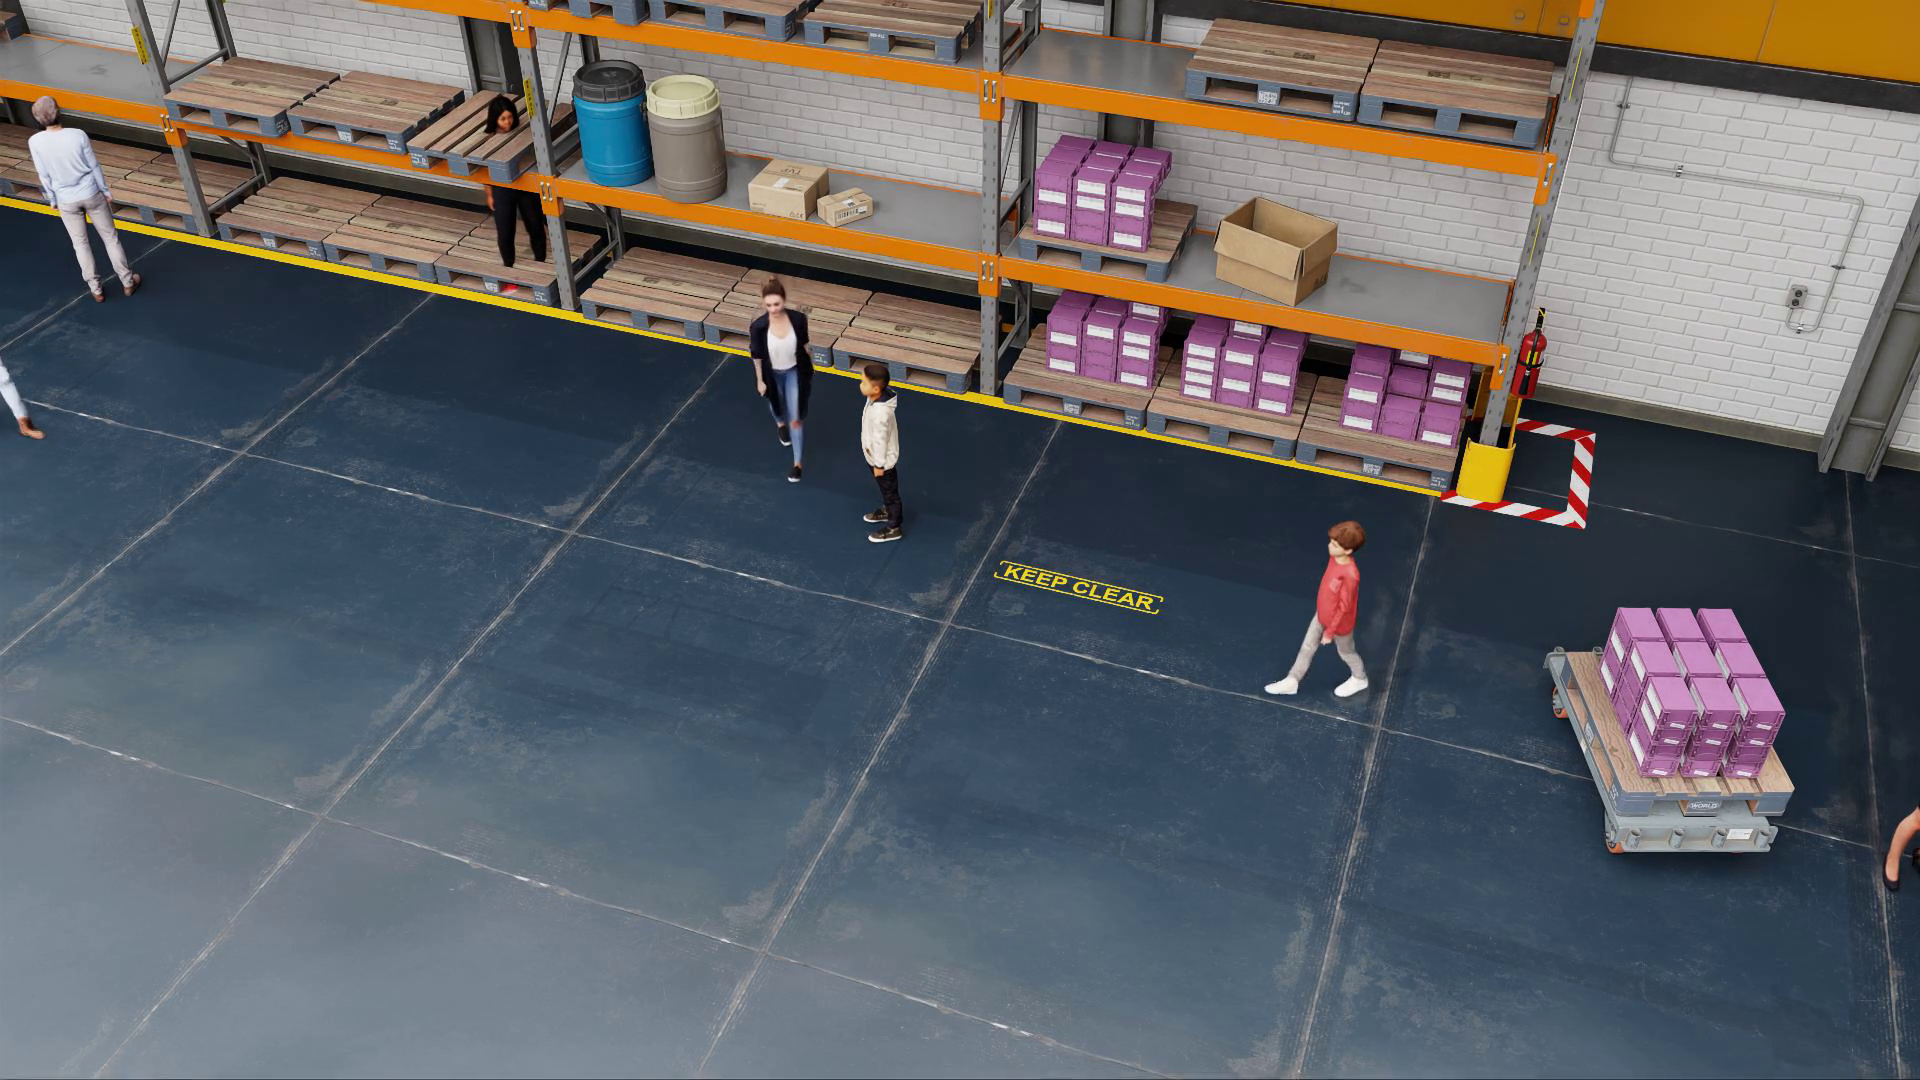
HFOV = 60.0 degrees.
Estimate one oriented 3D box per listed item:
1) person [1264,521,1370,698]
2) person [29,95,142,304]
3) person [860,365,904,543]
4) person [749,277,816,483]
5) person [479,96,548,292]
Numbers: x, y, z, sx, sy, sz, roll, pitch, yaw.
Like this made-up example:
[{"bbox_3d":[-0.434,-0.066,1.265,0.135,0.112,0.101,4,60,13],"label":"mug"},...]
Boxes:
[{"bbox_3d":[2.478,0.485,10.664,0.996,1.386,0.857,-9,40,-11],"label":"person"},{"bbox_3d":[-7.734,-3.001,14.623,0.741,1.893,0.812,-14,41,-17],"label":"person"},{"bbox_3d":[-0.554,-0.650,12.033,0.656,1.452,0.647,-7,39,-9],"label":"person"},{"bbox_3d":[-1.359,-1.319,12.724,1.147,1.634,1.047,-9,39,-11],"label":"person"},{"bbox_3d":[-3.969,-3.104,14.817,0.771,1.813,0.838,-15,41,-17],"label":"person"}]
